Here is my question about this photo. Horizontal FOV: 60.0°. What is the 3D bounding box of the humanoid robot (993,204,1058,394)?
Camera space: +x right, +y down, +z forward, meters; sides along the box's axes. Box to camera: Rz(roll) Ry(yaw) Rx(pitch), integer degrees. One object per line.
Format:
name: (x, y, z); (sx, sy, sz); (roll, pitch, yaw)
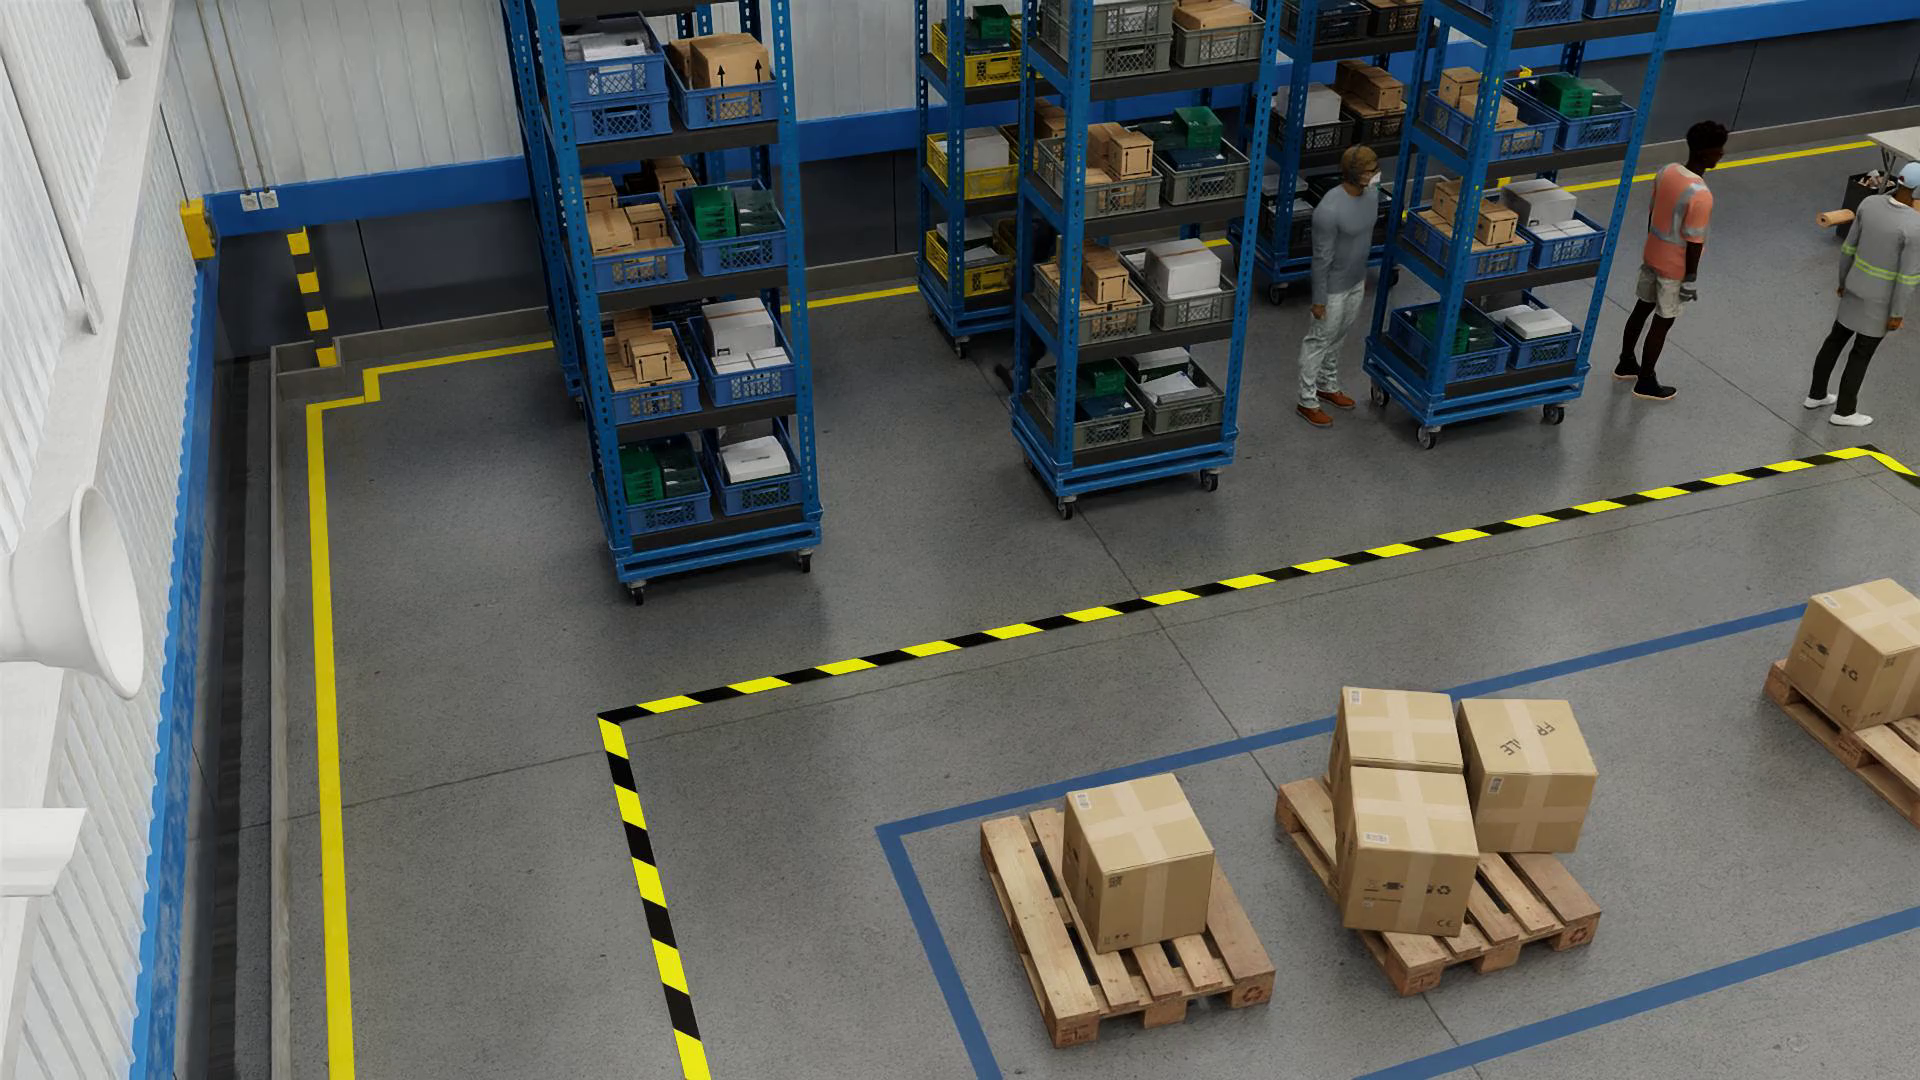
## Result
humanoid robot: (0.468, -1.738, 11.302); (0.422, 1.648, 0.602); (8, 36, 11)

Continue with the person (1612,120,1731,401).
person: (4.824, -1.890, 11.264); (0.368, 1.965, 0.605); (-5, 35, -7)

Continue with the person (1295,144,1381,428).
person: (2.511, -1.683, 10.993); (0.366, 1.939, 0.634); (27, 43, 33)

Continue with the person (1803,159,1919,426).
person: (6.051, -1.636, 11.001); (0.399, 1.852, 0.589); (-10, 36, -14)
